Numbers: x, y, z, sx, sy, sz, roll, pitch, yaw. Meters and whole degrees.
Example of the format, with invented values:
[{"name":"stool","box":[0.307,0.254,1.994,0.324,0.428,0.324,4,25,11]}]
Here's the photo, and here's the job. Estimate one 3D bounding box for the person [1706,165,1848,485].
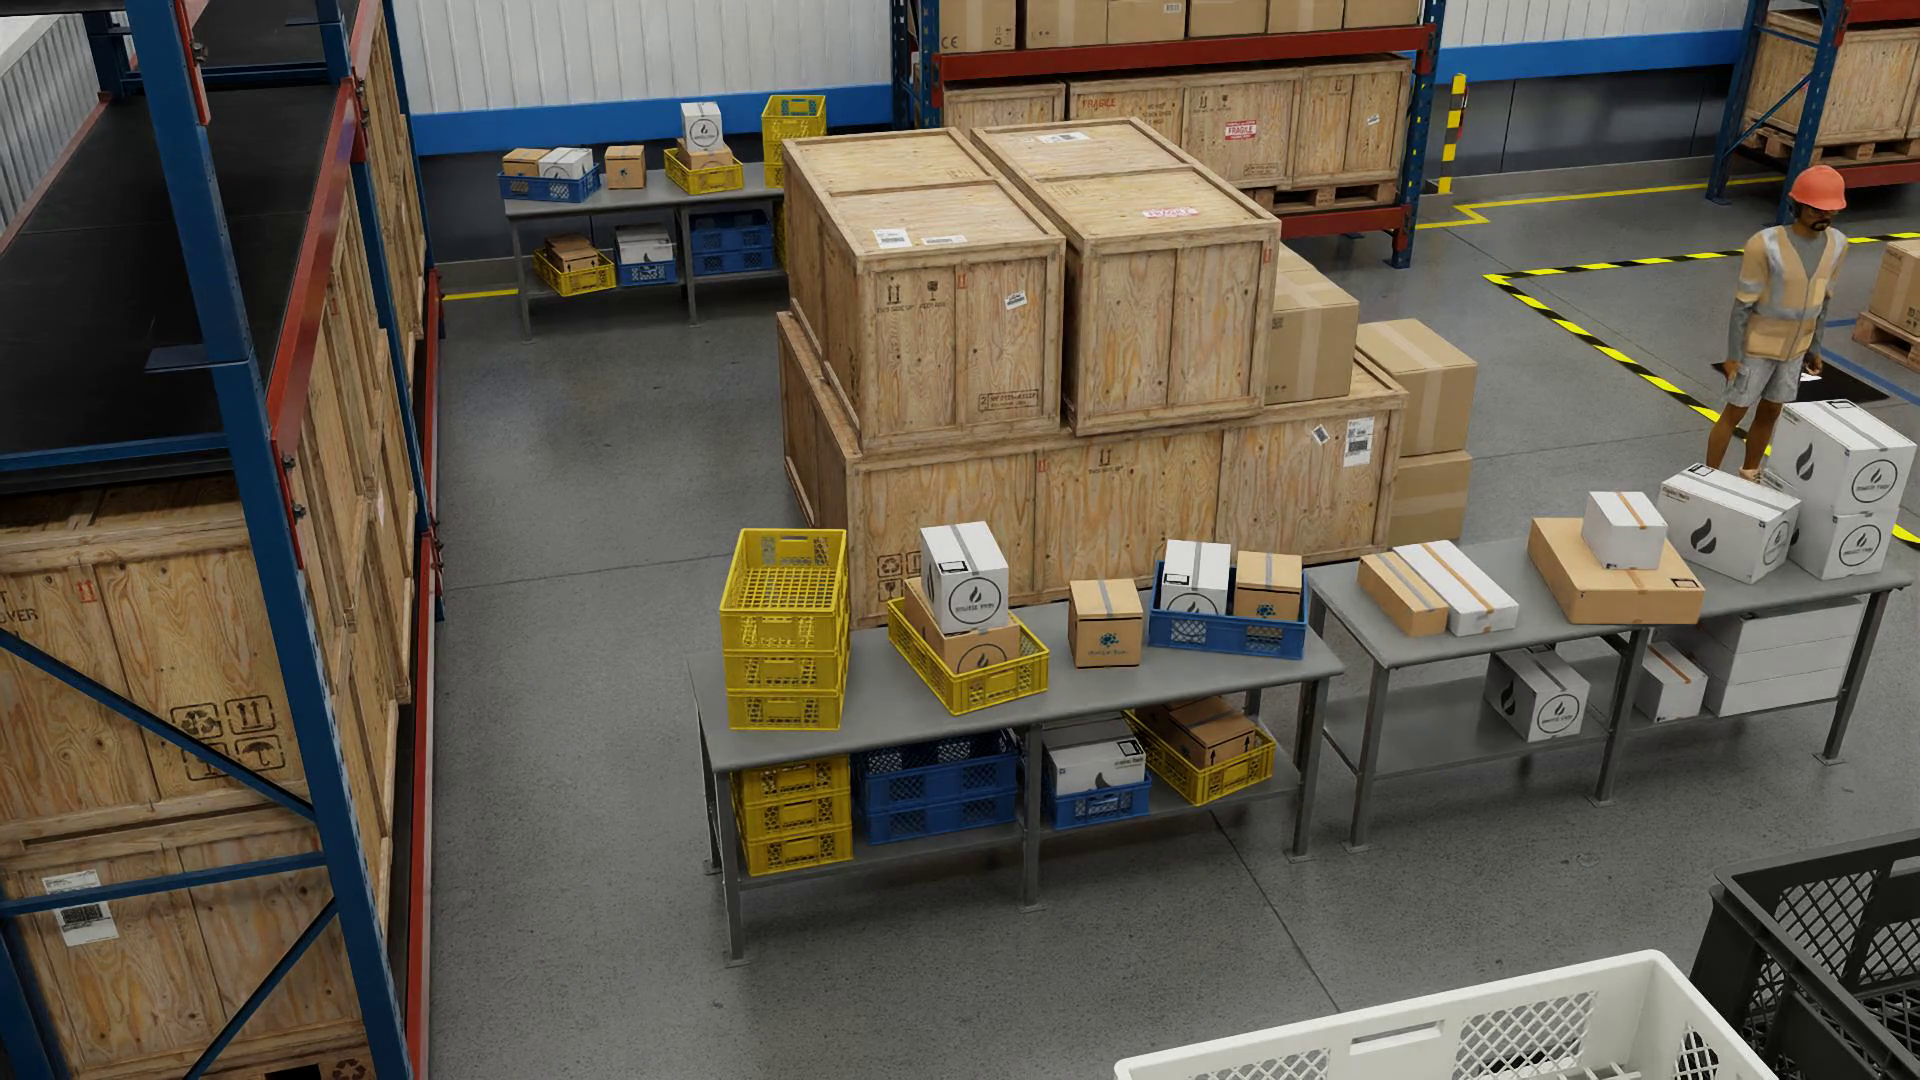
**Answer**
[{"name":"person","box":[4.535,-1.074,9.229,0.604,2.045,0.377,-6,29,-10]}]
